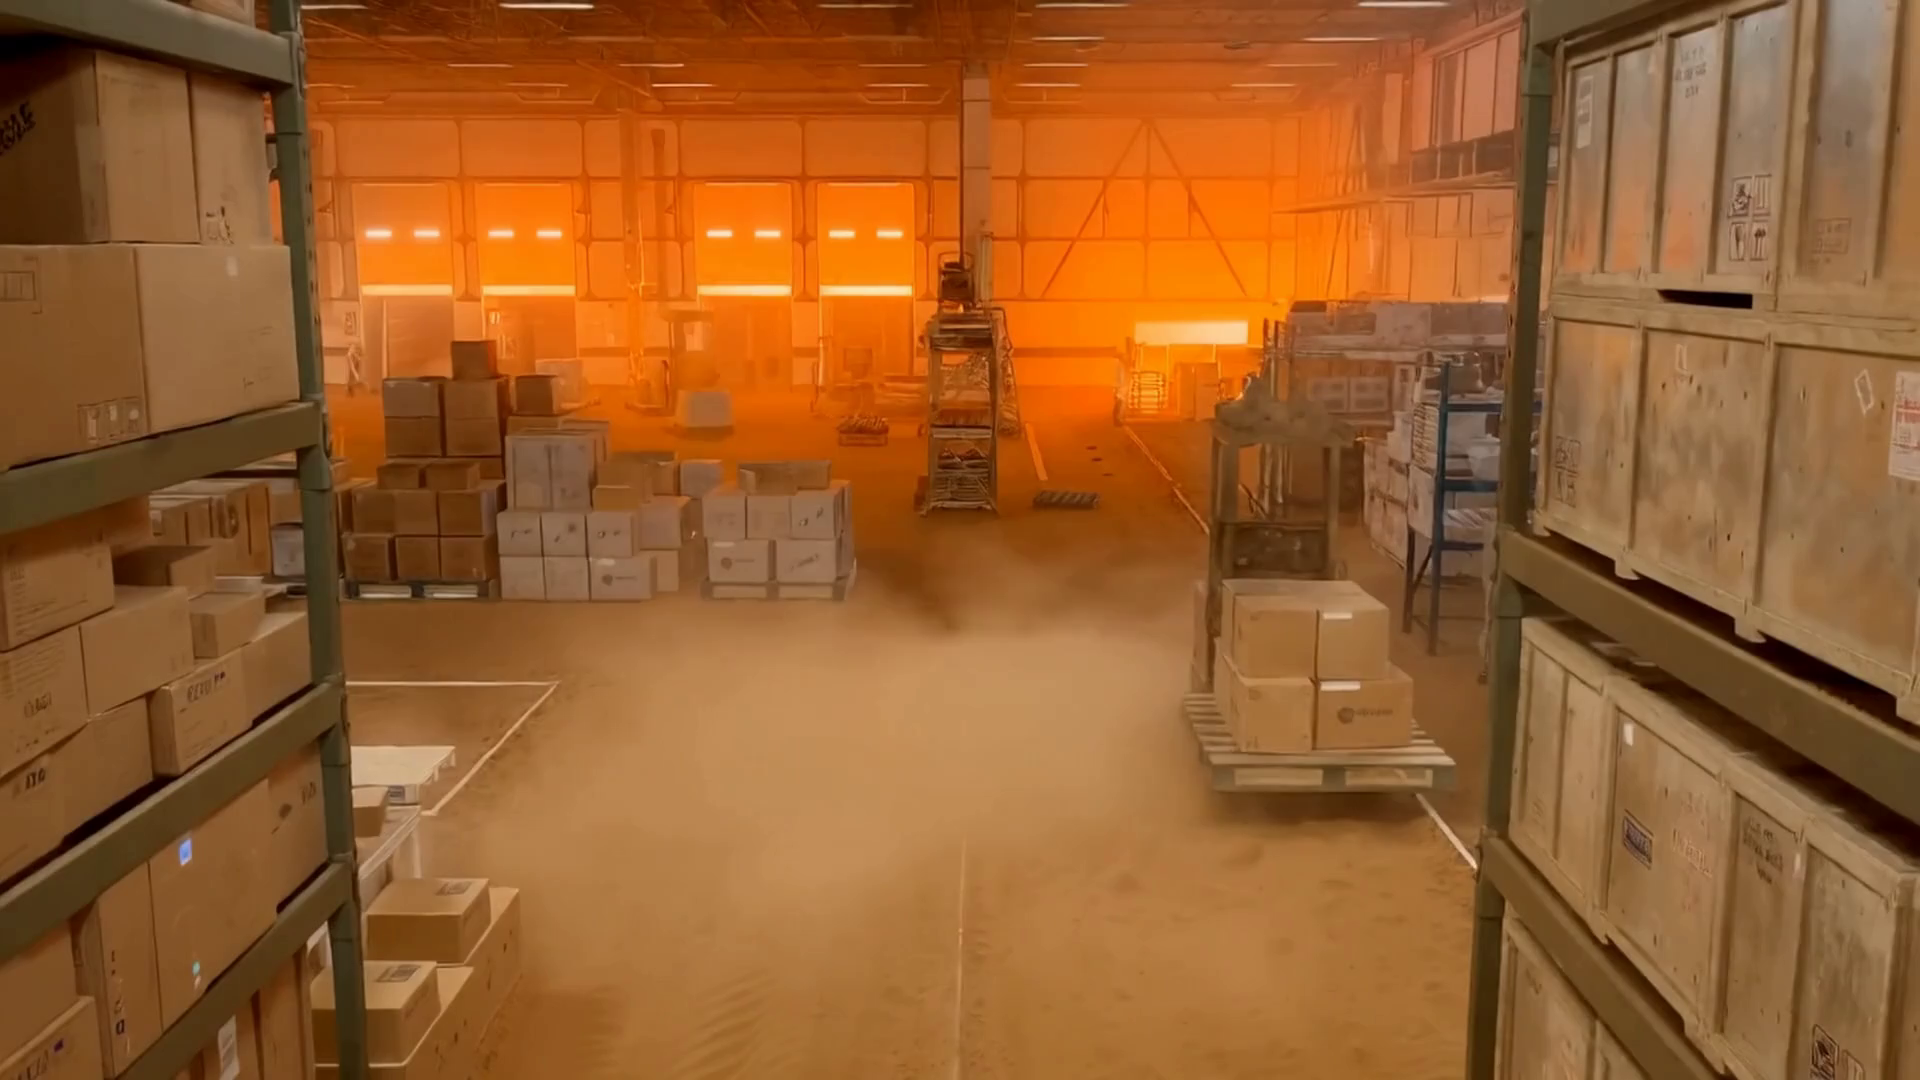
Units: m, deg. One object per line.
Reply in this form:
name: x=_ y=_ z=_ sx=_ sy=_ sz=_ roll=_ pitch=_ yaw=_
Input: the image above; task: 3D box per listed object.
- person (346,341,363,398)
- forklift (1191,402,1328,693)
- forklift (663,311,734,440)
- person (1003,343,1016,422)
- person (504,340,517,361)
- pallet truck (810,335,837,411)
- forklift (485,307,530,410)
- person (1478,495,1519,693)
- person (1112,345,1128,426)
person: x=-17.264 y=-4.858 z=47.371 sx=0.537 sy=1.623 sz=0.534 roll=-1 pitch=10 yaw=-5
forklift: x=2.698 y=0.179 z=14.668 sx=1.129 sy=2.768 sz=1.873 roll=0 pitch=10 yaw=1
forklift: x=-5.856 y=-3.710 z=37.106 sx=1.129 sy=2.768 sz=1.873 roll=-5 pitch=11 yaw=-26
person: x=1.192 y=-3.847 z=40.625 sx=0.373 sy=1.936 sz=0.629 roll=0 pitch=10 yaw=1
person: x=-11.568 y=-4.225 z=42.943 sx=0.356 sy=1.887 sz=0.573 roll=0 pitch=10 yaw=1
pallet truck: x=-3.021 y=-4.312 z=43.126 sx=1.885 sy=1.965 sz=0.823 roll=3 pitch=10 yaw=17
forklift: x=-10.754 y=-4.150 z=39.646 sx=1.129 sy=2.768 sz=1.873 roll=0 pitch=10 yaw=1
person: x=5.128 y=0.463 z=15.750 sx=0.373 sy=1.940 sz=0.629 roll=0 pitch=10 yaw=1
person: x=3.811 y=-3.682 z=39.665 sx=0.357 sy=1.938 sz=0.542 roll=0 pitch=10 yaw=1
